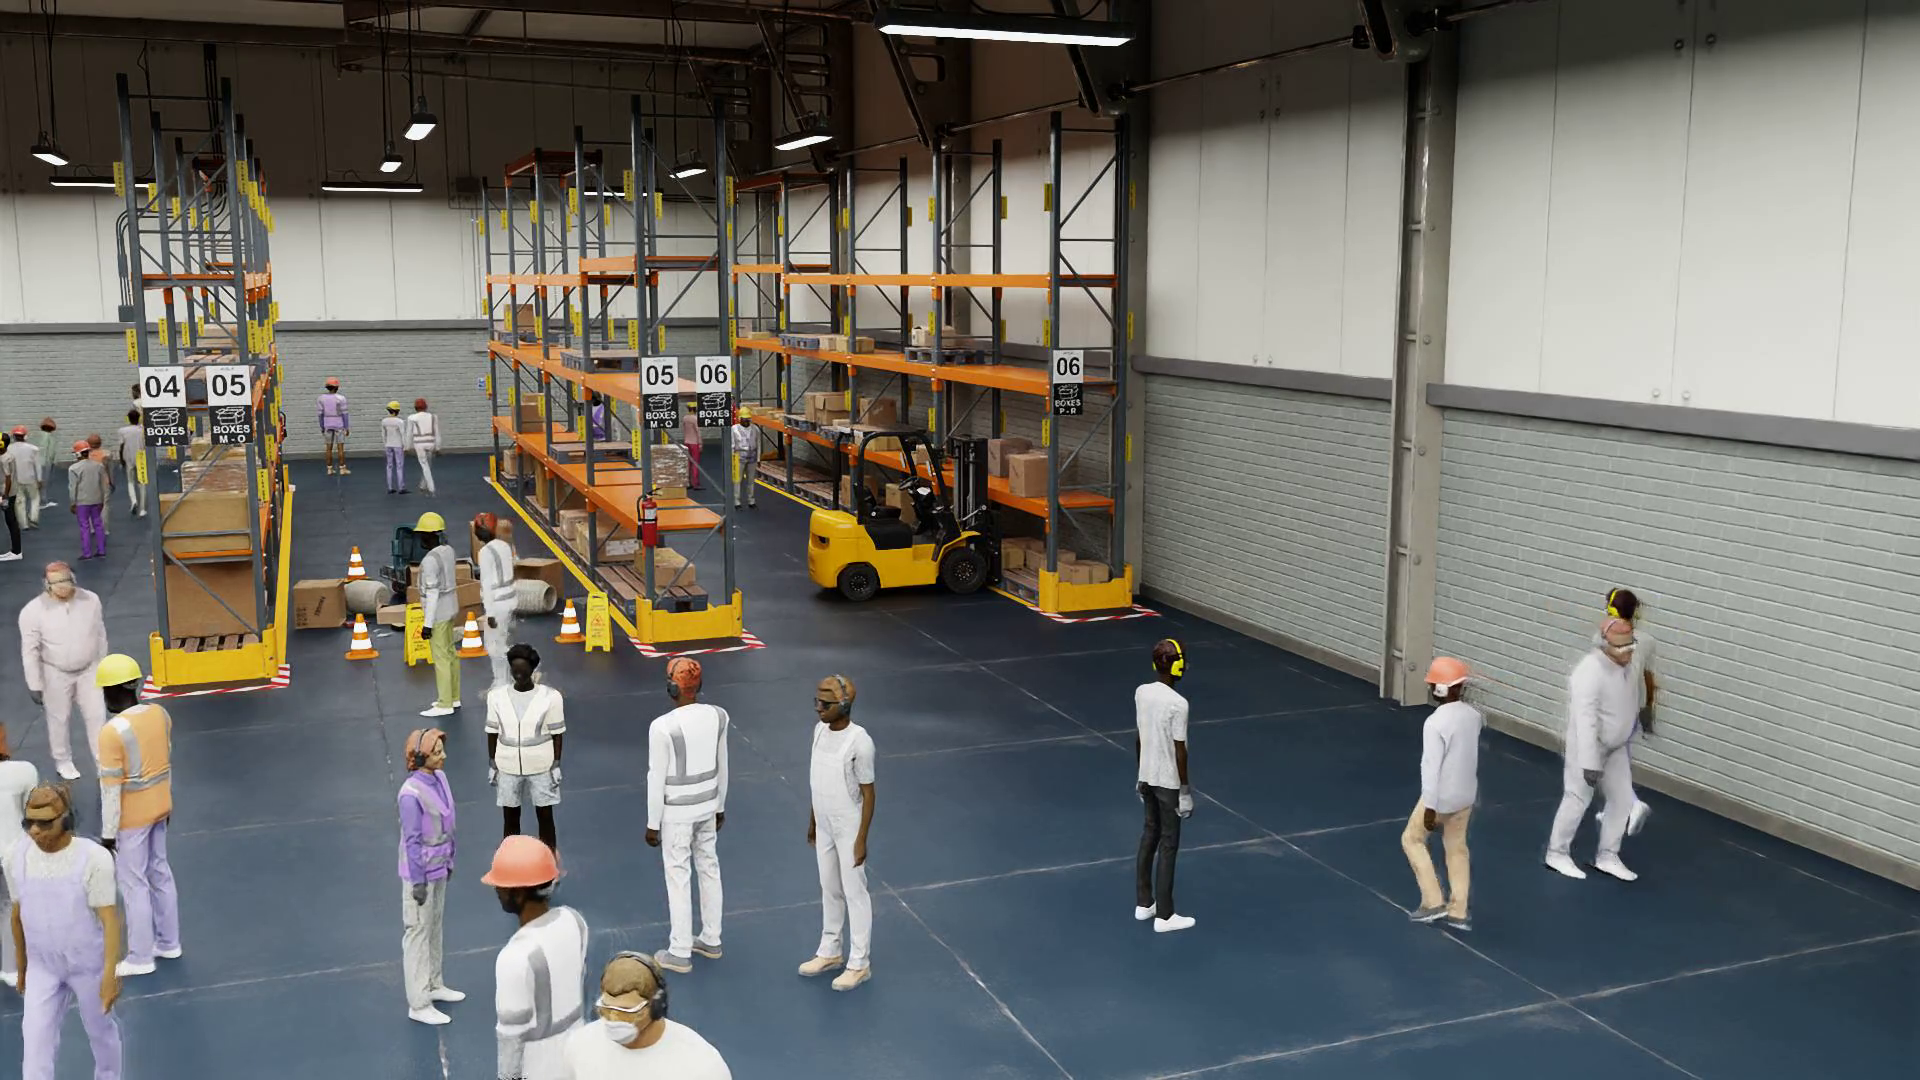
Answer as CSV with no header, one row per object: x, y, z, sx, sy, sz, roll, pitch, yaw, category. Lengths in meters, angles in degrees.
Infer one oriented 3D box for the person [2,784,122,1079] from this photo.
-4.164,2.021,7.672,0.540,1.798,0.937,-1,9,-4,person

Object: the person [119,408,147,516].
-14.173,-1.336,28.620,0.556,1.857,0.392,-4,10,-24,person

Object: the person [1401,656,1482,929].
3.053,1.597,10.539,0.594,1.731,0.471,-8,12,-40,person

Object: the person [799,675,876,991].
-0.704,1.682,9.669,0.343,1.847,0.507,-8,12,-43,person

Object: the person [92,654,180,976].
-4.899,1.619,9.875,0.400,1.913,0.589,1,9,7,person

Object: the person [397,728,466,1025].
-2.961,1.849,9.263,0.314,1.641,0.515,0,9,1,person

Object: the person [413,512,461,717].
-4.913,0.695,15.626,0.369,1.928,0.586,0,9,2,person

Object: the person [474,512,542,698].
-4.405,0.650,16.141,0.613,1.863,0.589,1,9,9,person

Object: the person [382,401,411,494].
-10.705,-1.753,31.546,0.525,1.769,0.315,3,10,18,person

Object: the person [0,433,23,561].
-13.863,-0.633,24.166,0.328,1.872,0.513,-4,10,-26,person

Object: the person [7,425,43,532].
-15.131,-0.995,26.878,0.567,1.734,0.452,-3,10,-19,person

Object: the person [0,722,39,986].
-5.551,1.816,9.556,0.526,1.613,0.396,-8,12,-43,person

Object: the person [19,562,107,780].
-7.161,1.089,13.399,0.980,1.849,0.670,8,12,43,person

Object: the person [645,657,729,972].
-1.625,1.626,9.945,0.351,1.877,0.583,8,12,40,person

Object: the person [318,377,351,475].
-12.947,-2.351,34.438,0.615,2.043,0.373,0,9,3,person

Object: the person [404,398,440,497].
-10.106,-1.739,31.226,0.590,1.832,0.963,-9,13,-44,person

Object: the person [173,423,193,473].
-16.386,-2.375,34.956,0.381,1.923,0.591,4,10,25,person

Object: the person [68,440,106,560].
-12.736,-0.579,24.229,0.350,1.743,0.560,4,10,24,person

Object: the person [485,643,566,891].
-2.910,1.521,11.147,0.535,1.699,0.318,0,9,-2,person

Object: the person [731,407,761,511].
-3.770,-1.422,29.248,0.600,1.830,0.404,-6,11,-31,person

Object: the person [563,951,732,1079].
-1.049,2.288,5.597,0.628,1.933,0.368,4,10,22,person

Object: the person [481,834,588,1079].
-1.630,2.118,6.704,0.751,1.918,0.553,3,9,16,person

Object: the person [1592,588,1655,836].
4.883,1.278,12.224,0.525,1.846,0.646,-2,9,-13,person

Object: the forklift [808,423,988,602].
-0.830,-0.399,21.676,2.313,2.155,1.214,-4,10,-21,forklift

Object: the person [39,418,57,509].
-16.253,-1.368,29.620,0.286,1.610,0.657,-4,10,-22,person

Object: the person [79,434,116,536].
-13.736,-0.874,26.500,0.532,1.608,0.528,-4,10,-24,person

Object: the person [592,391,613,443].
-7.266,-2.081,33.407,0.632,1.835,0.430,4,10,21,person

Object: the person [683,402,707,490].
-5.142,-1.846,32.131,0.525,1.769,0.316,9,13,44,person

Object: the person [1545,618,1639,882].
4.317,1.421,11.260,0.663,1.866,0.716,-7,11,-37,person

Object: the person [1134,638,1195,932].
1.299,1.541,10.529,0.335,1.860,0.508,-5,10,-29,person
